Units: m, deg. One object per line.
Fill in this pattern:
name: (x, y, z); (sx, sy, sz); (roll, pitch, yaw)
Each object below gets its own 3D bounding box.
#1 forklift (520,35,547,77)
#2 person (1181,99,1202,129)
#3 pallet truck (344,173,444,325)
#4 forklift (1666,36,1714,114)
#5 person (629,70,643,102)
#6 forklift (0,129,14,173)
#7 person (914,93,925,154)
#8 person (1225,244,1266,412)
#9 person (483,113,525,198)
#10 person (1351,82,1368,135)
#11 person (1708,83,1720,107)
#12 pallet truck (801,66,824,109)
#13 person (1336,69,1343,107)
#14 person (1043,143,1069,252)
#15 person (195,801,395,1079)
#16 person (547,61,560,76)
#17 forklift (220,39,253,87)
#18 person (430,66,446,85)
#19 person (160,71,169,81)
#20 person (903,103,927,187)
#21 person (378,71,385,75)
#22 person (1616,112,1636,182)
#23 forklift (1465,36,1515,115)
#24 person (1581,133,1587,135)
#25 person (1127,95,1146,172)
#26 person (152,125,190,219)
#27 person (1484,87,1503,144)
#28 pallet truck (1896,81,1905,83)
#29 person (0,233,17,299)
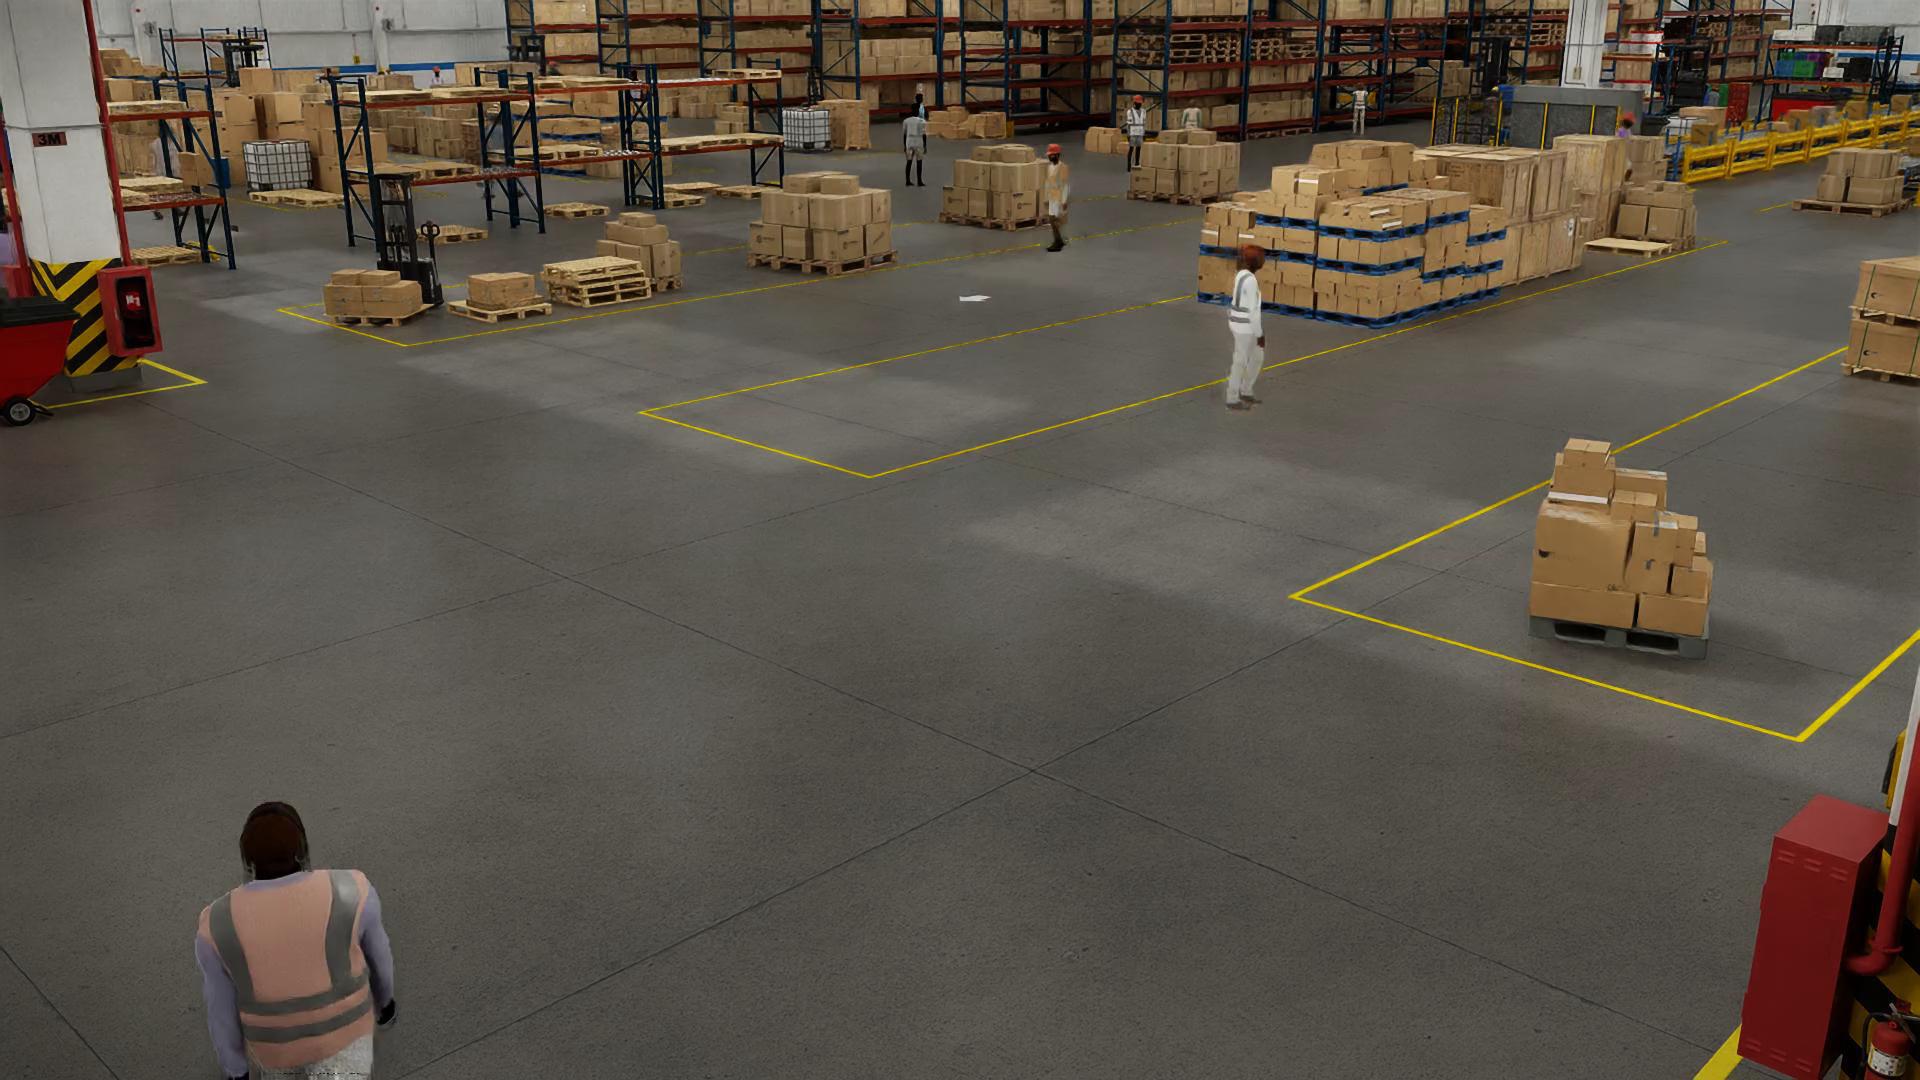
forklift: (-16.235, -17.864, 63.605); (1.873, 2.768, 1.129); (17, 25, 41)
person: (6.381, -11.375, 46.021); (0.541, 1.606, 0.758); (-1, 18, -2)
pallet truck: (-8.209, -4.181, 23.757); (0.823, 1.965, 1.885); (3, 19, 9)
forklift: (27.341, -17.291, 61.877); (1.129, 2.768, 1.873); (17, 25, 41)
person: (-10.961, -14.855, 56.056); (0.593, 1.911, 0.383); (-15, 23, -38)
forklift: (-24.029, -10.894, 42.603); (1.129, 2.768, 1.873); (17, 25, 41)
person: (-1.179, -11.846, 47.335); (0.322, 1.689, 0.530); (7, 20, 21)
person: (3.229, -2.329, 18.379); (0.594, 1.863, 0.588); (2, 18, 5)
person: (-10.333, -8.630, 37.319); (0.641, 1.905, 0.973); (17, 25, 41)
person: (12.871, -13.898, 53.585); (0.516, 1.645, 0.308); (3, 19, 10)
person: (24.145, -13.816, 53.371); (0.281, 1.624, 0.493); (-4, 19, -12)
pallet truck: (-4.812, -15.182, 56.903); (0.823, 1.965, 1.885); (-9, 21, -26)
person: (14.688, -17.591, 64.775); (0.504, 1.610, 0.735); (-15, 24, -39)
person: (1.674, -6.074, 29.582); (0.441, 1.916, 0.566); (-10, 21, -27)
person: (-2.381, 1.800, 6.069); (0.617, 1.802, 0.972); (-5, 19, -13)
person: (-15.067, -16.792, 61.798); (0.508, 1.972, 0.614); (11, 21, 30)
forklift: (-25.485, -16.302, 58.898); (1.873, 2.768, 1.129); (17, 25, 41)
person: (-18.455, -15.795, 58.866); (0.553, 1.922, 0.441); (-4, 19, -11)
person: (-25.987, -14.374, 54.561); (0.631, 1.940, 0.372); (-2, 19, -7)
person: (-1.065, -9.357, 39.425); (0.605, 1.956, 0.392); (8, 20, 24)
person: (-19.623, -15.033, 56.696); (0.429, 1.845, 0.621); (7, 20, 21)
person: (14.789, -8.515, 36.936); (0.704, 1.912, 0.582); (16, 24, 40)
forklift: (19.973, -17.201, 61.605); (1.873, 2.768, 1.129); (16, 24, 40)
person: (12.124, -6.993, 32.470); (0.529, 1.849, 0.794); (-16, 24, -40)
person: (4.542, -10.430, 42.679); (0.548, 1.937, 0.379); (-9, 20, -24)
person: (-16.222, -7.507, 33.972); (0.659, 1.886, 0.921); (6, 19, 17)
person: (15.842, -12.557, 49.381); (0.561, 1.753, 0.446); (13, 22, 33)
pallet truck: (34.802, -16.331, 61.455); (0.653, 1.274, 1.630); (17, 25, 41)
person: (-12.310, -3.306, 21.324); (1.007, 1.875, 0.604); (0, 18, 0)
